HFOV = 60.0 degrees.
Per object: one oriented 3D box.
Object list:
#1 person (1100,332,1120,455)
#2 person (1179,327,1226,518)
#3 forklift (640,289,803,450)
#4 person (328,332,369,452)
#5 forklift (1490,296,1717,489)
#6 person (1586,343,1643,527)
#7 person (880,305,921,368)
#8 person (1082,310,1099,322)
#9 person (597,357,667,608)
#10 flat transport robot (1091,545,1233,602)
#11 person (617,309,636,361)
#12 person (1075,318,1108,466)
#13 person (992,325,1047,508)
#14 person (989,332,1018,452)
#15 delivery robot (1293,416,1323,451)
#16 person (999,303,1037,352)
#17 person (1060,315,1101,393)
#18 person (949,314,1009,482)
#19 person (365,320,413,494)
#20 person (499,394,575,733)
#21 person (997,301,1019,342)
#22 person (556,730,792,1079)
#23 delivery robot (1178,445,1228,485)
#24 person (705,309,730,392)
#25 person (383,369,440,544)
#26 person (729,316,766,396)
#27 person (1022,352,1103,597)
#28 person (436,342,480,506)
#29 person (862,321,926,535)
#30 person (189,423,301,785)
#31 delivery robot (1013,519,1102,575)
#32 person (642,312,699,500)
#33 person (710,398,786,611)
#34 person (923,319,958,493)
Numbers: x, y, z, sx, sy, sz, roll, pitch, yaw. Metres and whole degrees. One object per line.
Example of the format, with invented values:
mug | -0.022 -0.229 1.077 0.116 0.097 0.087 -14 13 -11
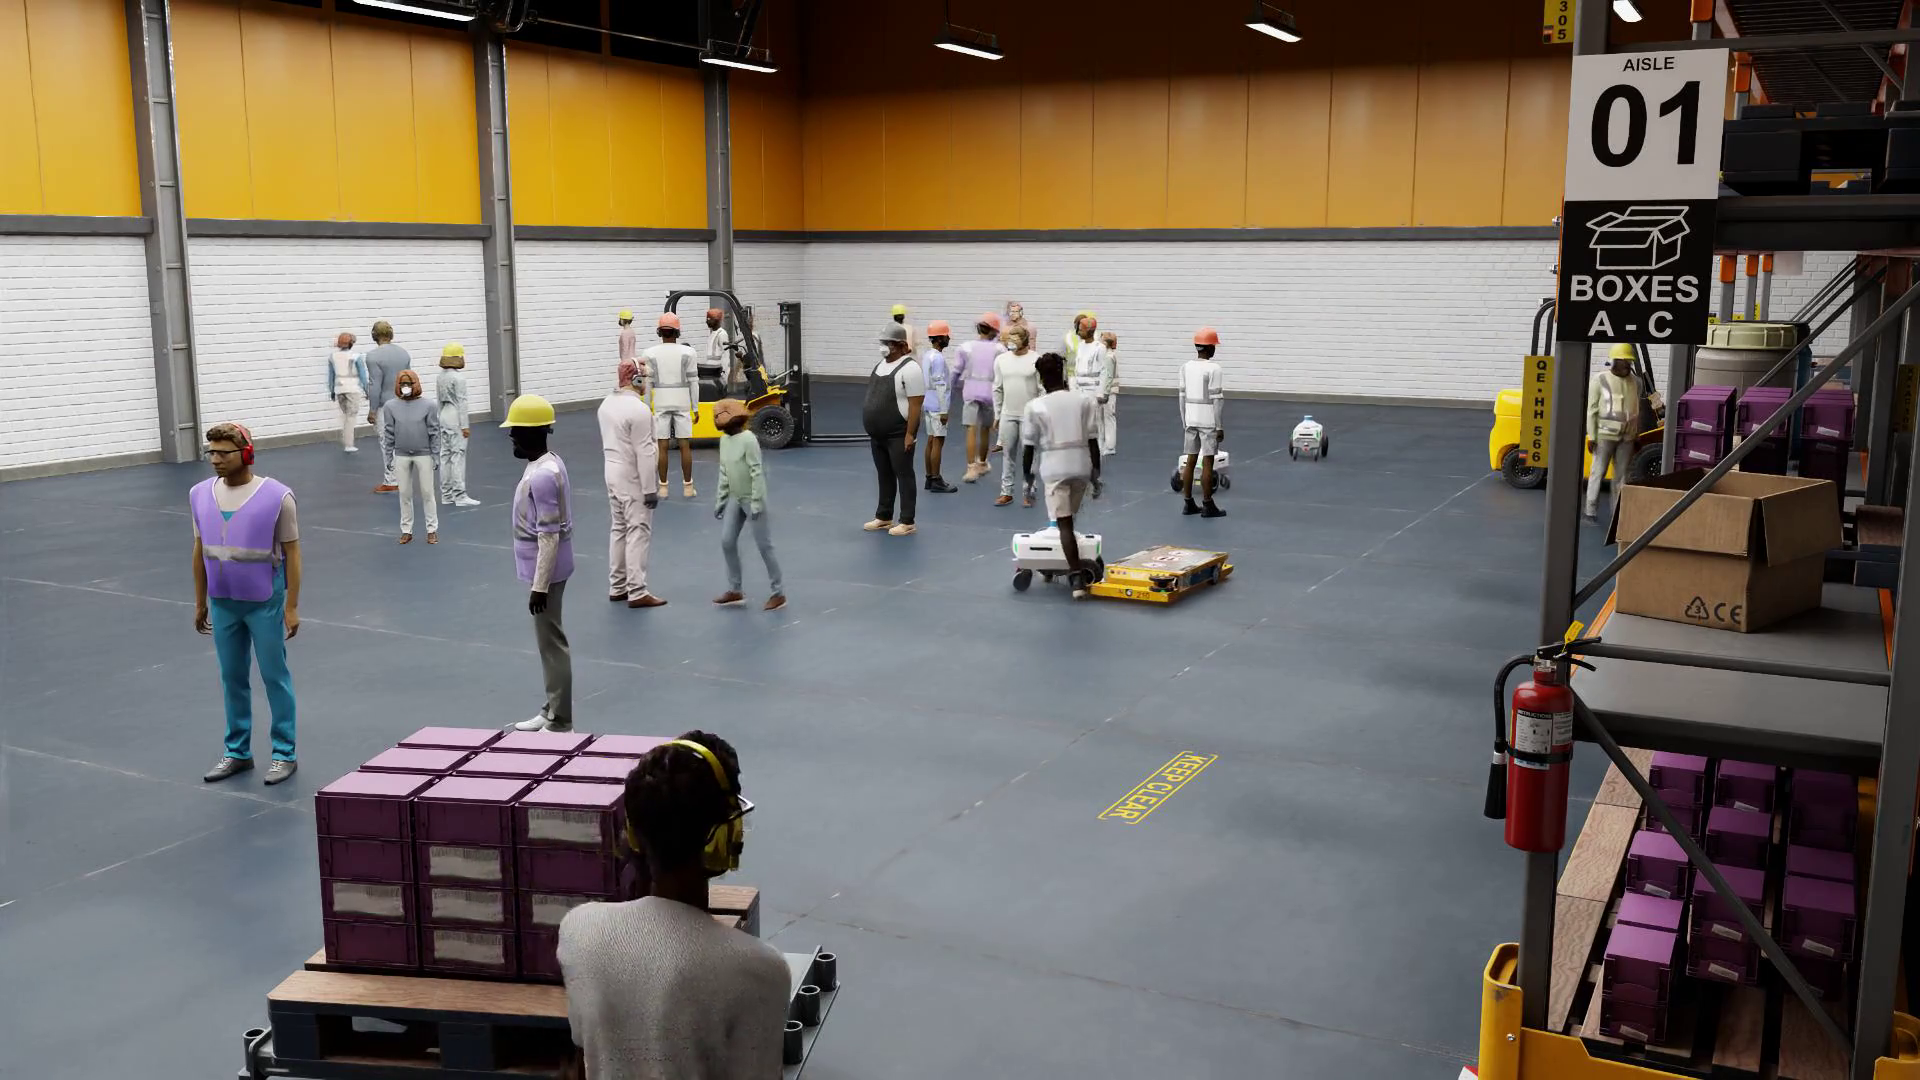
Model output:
person | 1.972 -1.954 22.187 0.308 1.645 0.517 1 10 4
person | 2.485 -1.200 16.973 0.360 1.939 0.543 -8 13 -40
forklift | -3.358 -2.392 23.136 2.313 2.155 1.214 -1 10 -5
person | -8.261 -2.007 22.555 0.519 1.617 0.536 3 10 15
forklift | 7.296 -1.677 18.993 2.313 2.155 1.214 5 11 27
person | 6.438 -1.040 16.354 0.595 1.832 0.404 -2 10 -11
person | -0.952 -2.691 25.757 0.627 1.882 0.952 -4 11 -23
person | 1.959 -2.642 25.727 0.443 1.804 0.631 -2 10 -13
person | -2.493 -0.440 12.707 0.398 1.899 0.653 -7 12 -37
flat transport robot | 1.645 0.256 13.368 0.652 0.197 1.431 5 11 29
person | -5.452 -2.892 27.256 0.301 1.772 0.531 1 10 4
person | 1.627 -1.852 20.917 0.357 1.881 0.574 -6 11 -31
person | 0.639 -1.307 17.601 0.629 1.936 0.372 4 11 23
person | 0.614 -1.973 22.330 0.279 1.634 0.497 -9 13 -42
delivery robot | 4.558 -1.385 21.775 0.477 0.478 0.707 3 10 15
person | 0.868 -2.764 26.121 0.643 1.909 0.409 5 11 25
person | 1.794 -2.401 24.373 0.637 1.801 0.979 -1 10 -5
person | 0.214 -1.678 19.677 0.743 1.972 1.038 0 10 0
person | -6.394 -1.485 18.629 0.350 1.935 0.635 4 11 22
person | -2.298 0.165 9.106 0.366 1.927 0.588 -3 10 -15
person | 0.810 -3.317 29.487 1.009 1.852 0.657 8 12 37
person | -0.450 1.245 3.136 0.560 1.824 0.887 5 11 25
delivery robot | 2.756 -0.874 18.814 0.477 0.478 0.707 6 12 32
person | -3.519 -2.420 24.194 0.337 1.882 0.584 -4 11 -23
person | -5.054 -0.765 15.364 0.501 1.625 0.282 -1 10 -5
person | -3.043 -2.427 24.568 1.005 1.790 0.533 3 10 16
person | 0.798 -0.525 13.166 0.615 1.897 0.986 -3 10 -18
person | -5.386 -1.237 17.756 0.487 1.743 0.315 9 13 41
person | -0.672 -1.069 15.918 0.537 2.000 0.682 -8 13 -39
person | -3.613 0.319 8.455 0.570 1.840 0.372 2 10 10
delivery robot | 0.778 0.073 13.332 0.707 0.478 0.477 1 10 6
person | -3.150 -1.459 18.164 0.605 2.045 0.379 -1 10 -6
person | -1.629 -0.270 12.559 0.540 1.595 0.531 -8 13 -39
person | -0.237 -1.504 18.725 0.353 1.942 0.545 -3 10 -15
